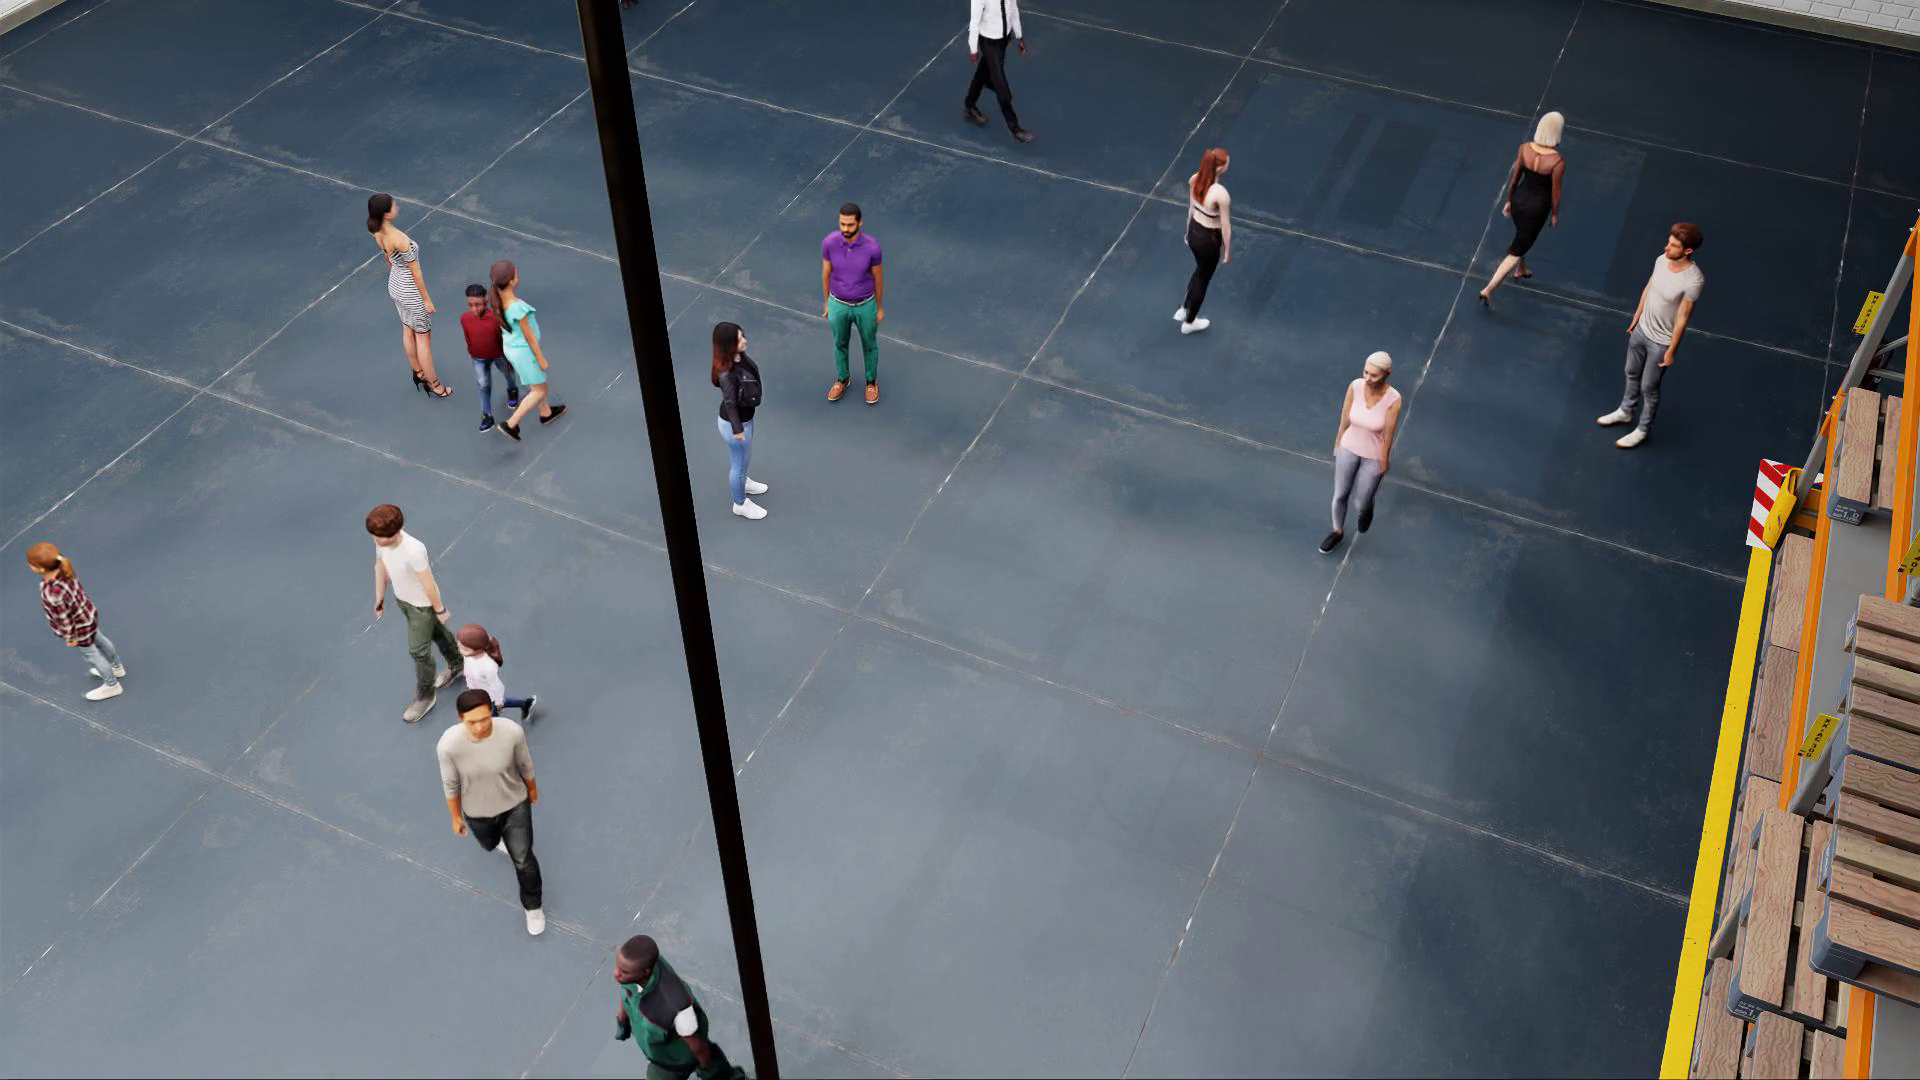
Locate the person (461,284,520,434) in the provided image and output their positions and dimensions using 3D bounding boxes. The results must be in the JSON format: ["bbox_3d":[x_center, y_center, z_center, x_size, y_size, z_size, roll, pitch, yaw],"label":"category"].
[{"bbox_3d":[-3.641,-1.501,12.943,0.743,1.223,0.911,-1,44,-1],"label":"person"}]

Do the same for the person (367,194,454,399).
[{"bbox_3d":[-4.286,-1.891,12.918,0.653,1.822,0.672,-34,53,-30],"label":"person"}]

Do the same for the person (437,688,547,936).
[{"bbox_3d":[-2.663,1.428,9.458,1.061,1.788,1.160,-11,45,-12],"label":"person"}]

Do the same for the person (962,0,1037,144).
[{"bbox_3d":[0.257,-4.751,15.952,0.979,1.778,1.262,32,52,29],"label":"person"}]

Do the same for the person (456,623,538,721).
[{"bbox_3d":[-2.937,0.907,10.507,0.811,1.095,0.589,-34,53,-31],"label":"person"}]

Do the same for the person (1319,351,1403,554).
[{"bbox_3d":[2.864,-0.650,11.692,0.641,1.716,0.791,26,50,25],"label":"person"}]

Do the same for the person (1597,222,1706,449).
[{"bbox_3d":[5.267,-1.557,12.519,0.803,1.887,0.732,-12,45,-12],"label":"person"}]

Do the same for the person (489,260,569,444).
[{"bbox_3d":[-3.348,-1.399,12.601,0.757,1.547,0.967,34,53,30],"label":"person"}]

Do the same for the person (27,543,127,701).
[{"bbox_3d":[-5.713,0.509,10.773,0.675,1.305,0.594,-6,44,-6],"label":"person"}]

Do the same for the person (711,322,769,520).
[{"bbox_3d":[-1.601,-0.886,12.000,0.779,1.634,0.652,-1,44,-1],"label":"person"}]

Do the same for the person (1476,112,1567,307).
[{"bbox_3d":[4.688,-2.703,13.849,1.140,1.713,0.938,-25,49,-24],"label":"person"}]

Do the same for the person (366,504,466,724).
[{"bbox_3d":[-3.436,0.343,10.708,0.698,1.635,0.904,30,51,28],"label":"person"}]

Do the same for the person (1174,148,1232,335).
[{"bbox_3d":[1.909,-2.380,13.496,0.769,1.733,0.725,-24,49,-23],"label":"person"}]

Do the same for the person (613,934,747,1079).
[{"bbox_3d":[-1.372,2.474,8.365,1.275,1.782,1.056,-28,50,-26],"label":"person"}]

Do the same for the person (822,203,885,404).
[{"bbox_3d":[-0.822,-1.853,12.918,0.681,1.766,0.655,6,44,6],"label":"person"}]
